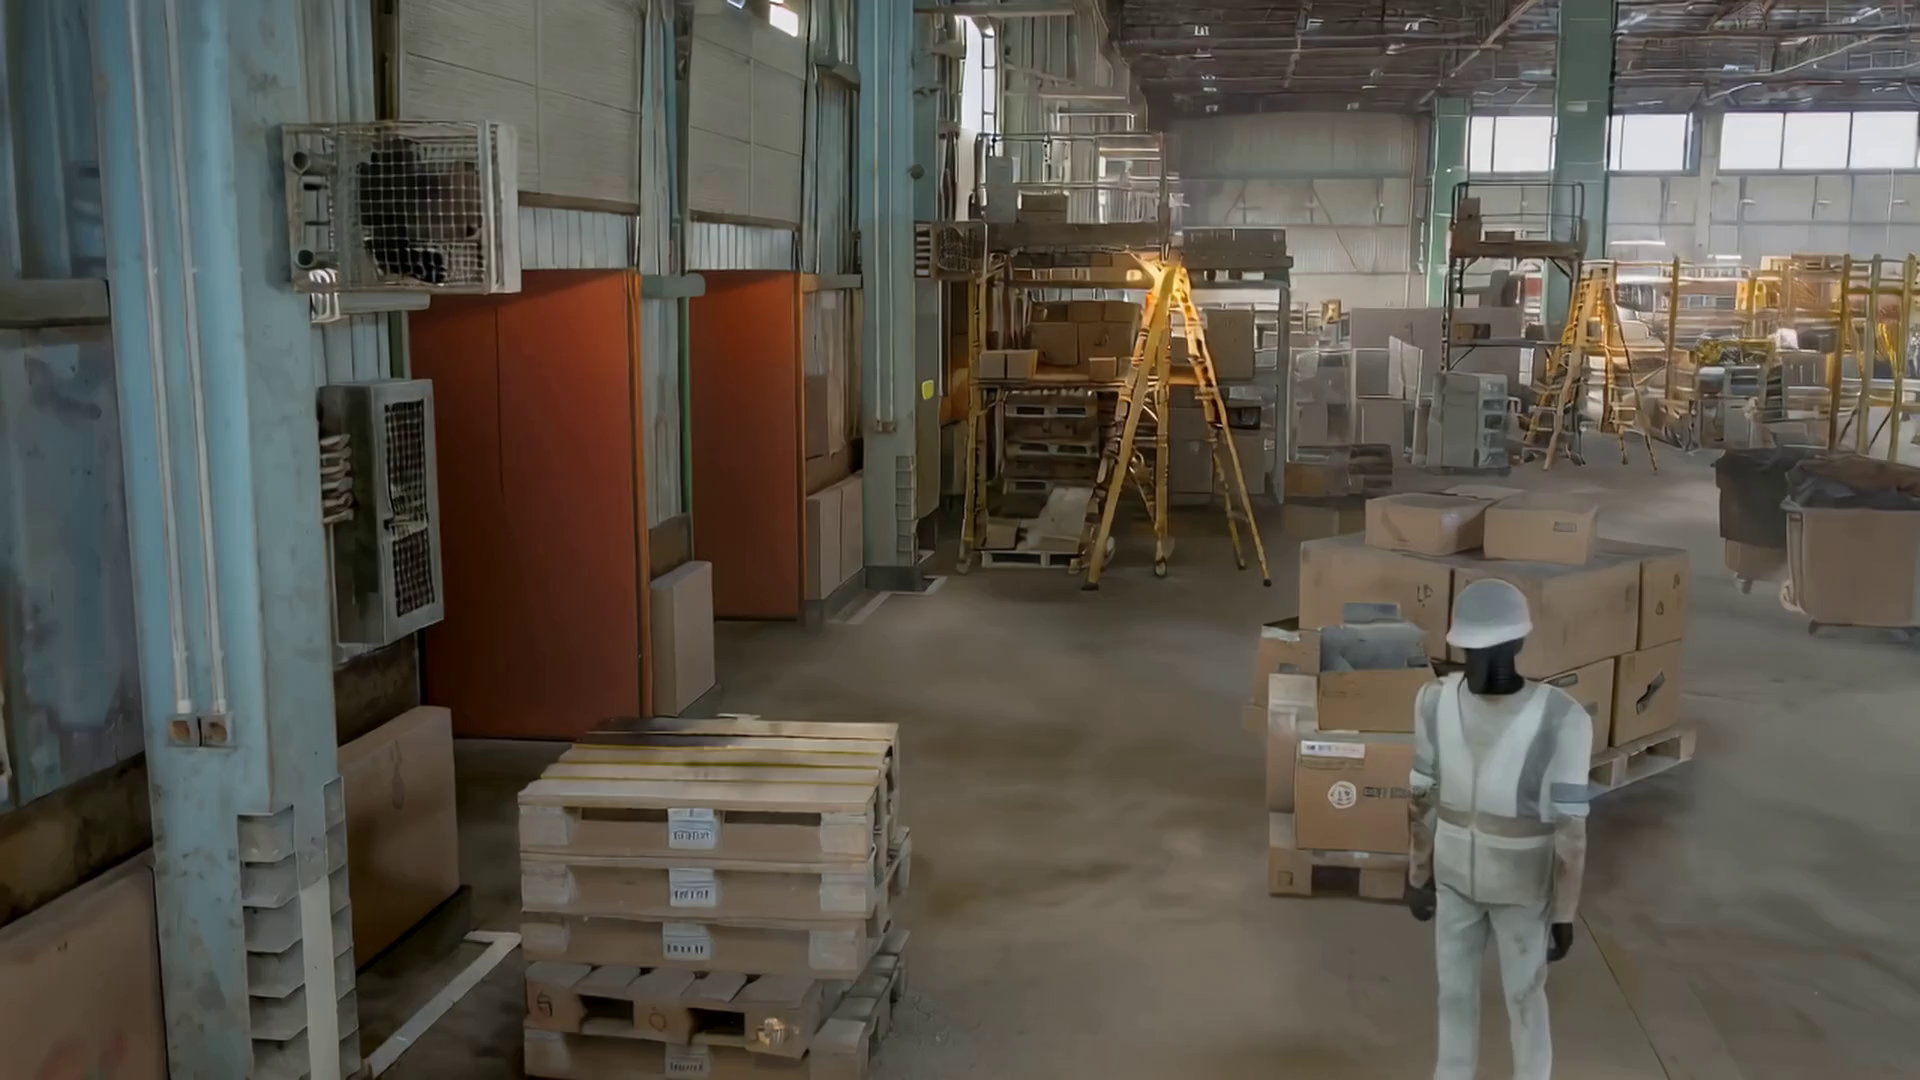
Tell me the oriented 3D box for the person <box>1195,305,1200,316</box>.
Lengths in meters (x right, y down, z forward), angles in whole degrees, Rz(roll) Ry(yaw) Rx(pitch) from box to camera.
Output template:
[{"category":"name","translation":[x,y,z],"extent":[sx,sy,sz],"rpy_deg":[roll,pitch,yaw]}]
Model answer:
[{"category":"person","translation":[6.310,-5.341,44.642],"extent":[0.544,1.930,0.389],"rpy_deg":[-5,10,-28]}]

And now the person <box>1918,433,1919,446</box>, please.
[{"category":"person","translation":[15.778,-2.357,26.833],"extent":[0.486,1.738,0.321],"rpy_deg":[-6,11,-32]}]

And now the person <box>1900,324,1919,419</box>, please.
[{"category":"person","translation":[18.311,-3.224,31.899],"extent":[0.366,1.833,0.520],"rpy_deg":[5,10,27]}]

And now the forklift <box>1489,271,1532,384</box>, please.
[{"category":"forklift","translation":[13.422,-5.322,41.591],"extent":[1.873,2.768,1.129],"rpy_deg":[1,9,9]}]

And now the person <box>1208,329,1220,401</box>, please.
[{"category":"person","translation":[5.385,-3.632,35.015],"extent":[0.314,1.634,0.516],"rpy_deg":[-4,10,-22]}]

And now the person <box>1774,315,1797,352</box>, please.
[{"category":"person","translation":[18.310,-4.071,37.006],"extent":[0.582,1.865,0.666],"rpy_deg":[-3,10,-18]}]

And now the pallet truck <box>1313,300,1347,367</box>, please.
[{"category":"pallet truck","translation":[11.159,-6.200,49.718],"extent":[0.823,1.965,1.885],"rpy_deg":[4,10,26]}]

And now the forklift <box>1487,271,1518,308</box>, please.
[{"category":"forklift","translation":[14.713,-5.935,45.369],"extent":[1.873,2.768,1.129],"rpy_deg":[-3,10,-18]}]

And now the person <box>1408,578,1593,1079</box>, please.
[{"category":"person","translation":[1.649,1.060,5.199],"extent":[0.586,1.918,0.398],"rpy_deg":[9,13,43]}]

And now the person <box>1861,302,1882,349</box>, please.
[{"category":"person","translation":[29.516,-6.846,53.902],"extent":[0.627,1.936,0.373],"rpy_deg":[-1,9,-9]}]
